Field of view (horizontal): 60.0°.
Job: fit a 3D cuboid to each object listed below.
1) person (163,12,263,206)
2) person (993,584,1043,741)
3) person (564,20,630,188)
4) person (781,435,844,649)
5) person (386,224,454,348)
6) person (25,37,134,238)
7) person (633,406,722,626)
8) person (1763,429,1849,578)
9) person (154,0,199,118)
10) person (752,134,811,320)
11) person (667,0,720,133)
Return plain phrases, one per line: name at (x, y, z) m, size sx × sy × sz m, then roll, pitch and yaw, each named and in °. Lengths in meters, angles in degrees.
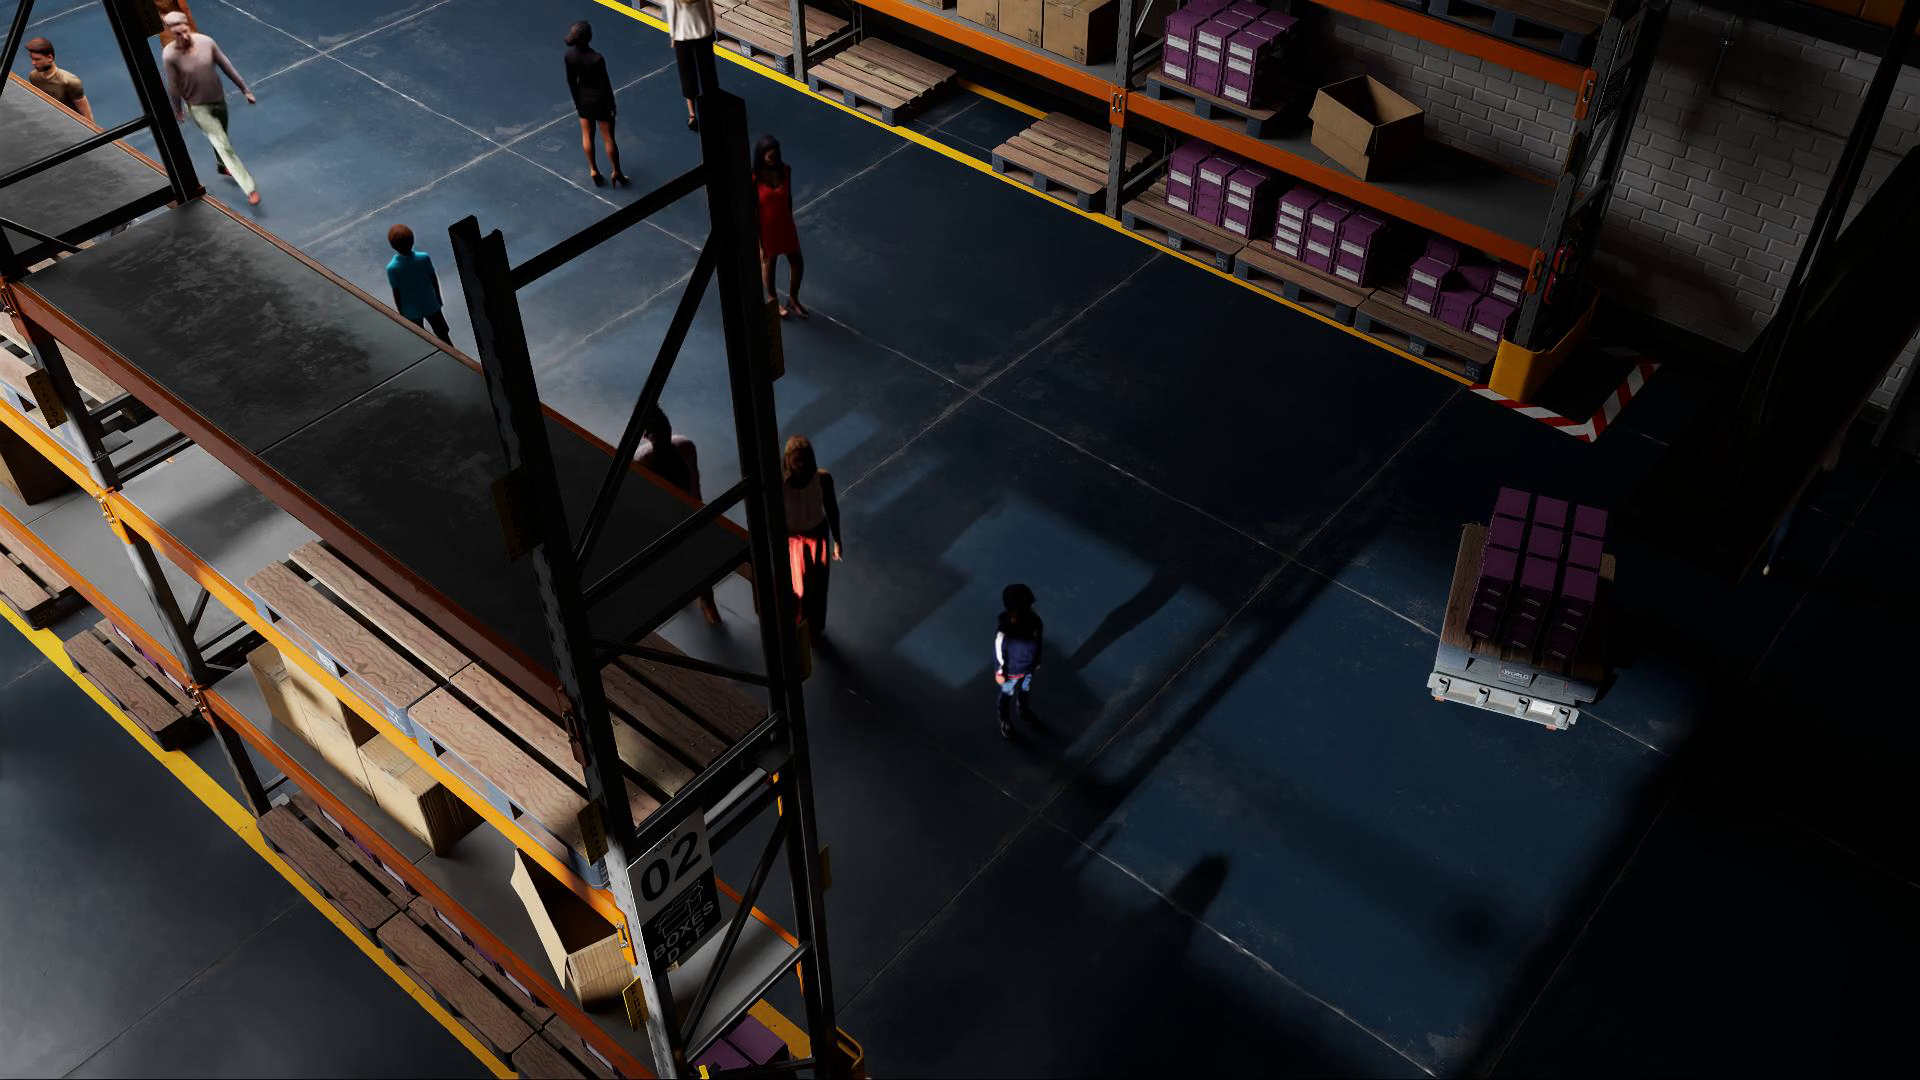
person at (-6.876, -3.966, 15.112) m, size 1.216 × 1.816 × 0.856 m, roll 30°, pitch 51°, yaw 28°
person at (0.372, 0.753, 10.588) m, size 0.571 × 1.222 × 0.570 m, roll -24°, pitch 49°, yaw -24°
person at (-3.350, -3.992, 15.266) m, size 0.672 × 1.639 × 0.737 m, roll 11°, pitch 45°, yaw 12°
person at (-1.059, -0.042, 11.008) m, size 0.809 × 1.795 × 0.863 m, roll -12°, pitch 45°, yaw -13°
person at (-4.278, -1.867, 13.174) m, size 0.569 × 1.449 × 0.560 m, roll -25°, pitch 49°, yaw -24°
person at (-7.794, -3.562, 14.661) m, size 0.665 × 1.852 × 0.802 m, roll 10°, pitch 45°, yaw 10°
person at (-2.000, -0.240, 11.269) m, size 0.878 × 1.721 × 0.989 m, roll -18°, pitch 46°, yaw -18°
person at (5.783, -0.479, 11.514) m, size 0.423 × 1.728 × 0.635 m, roll 30°, pitch 51°, yaw 27°
person at (-7.625, -4.928, 16.217) m, size 0.587 × 1.683 × 0.696 m, roll 9°, pitch 44°, yaw 9°
person at (-1.591, -2.598, 13.758) m, size 0.673 × 1.702 × 0.720 m, roll -26°, pitch 49°, yaw -24°
person at (-2.562, -4.818, 15.976) m, size 0.687 × 1.857 × 0.695 m, roll -14°, pitch 45°, yaw -15°
